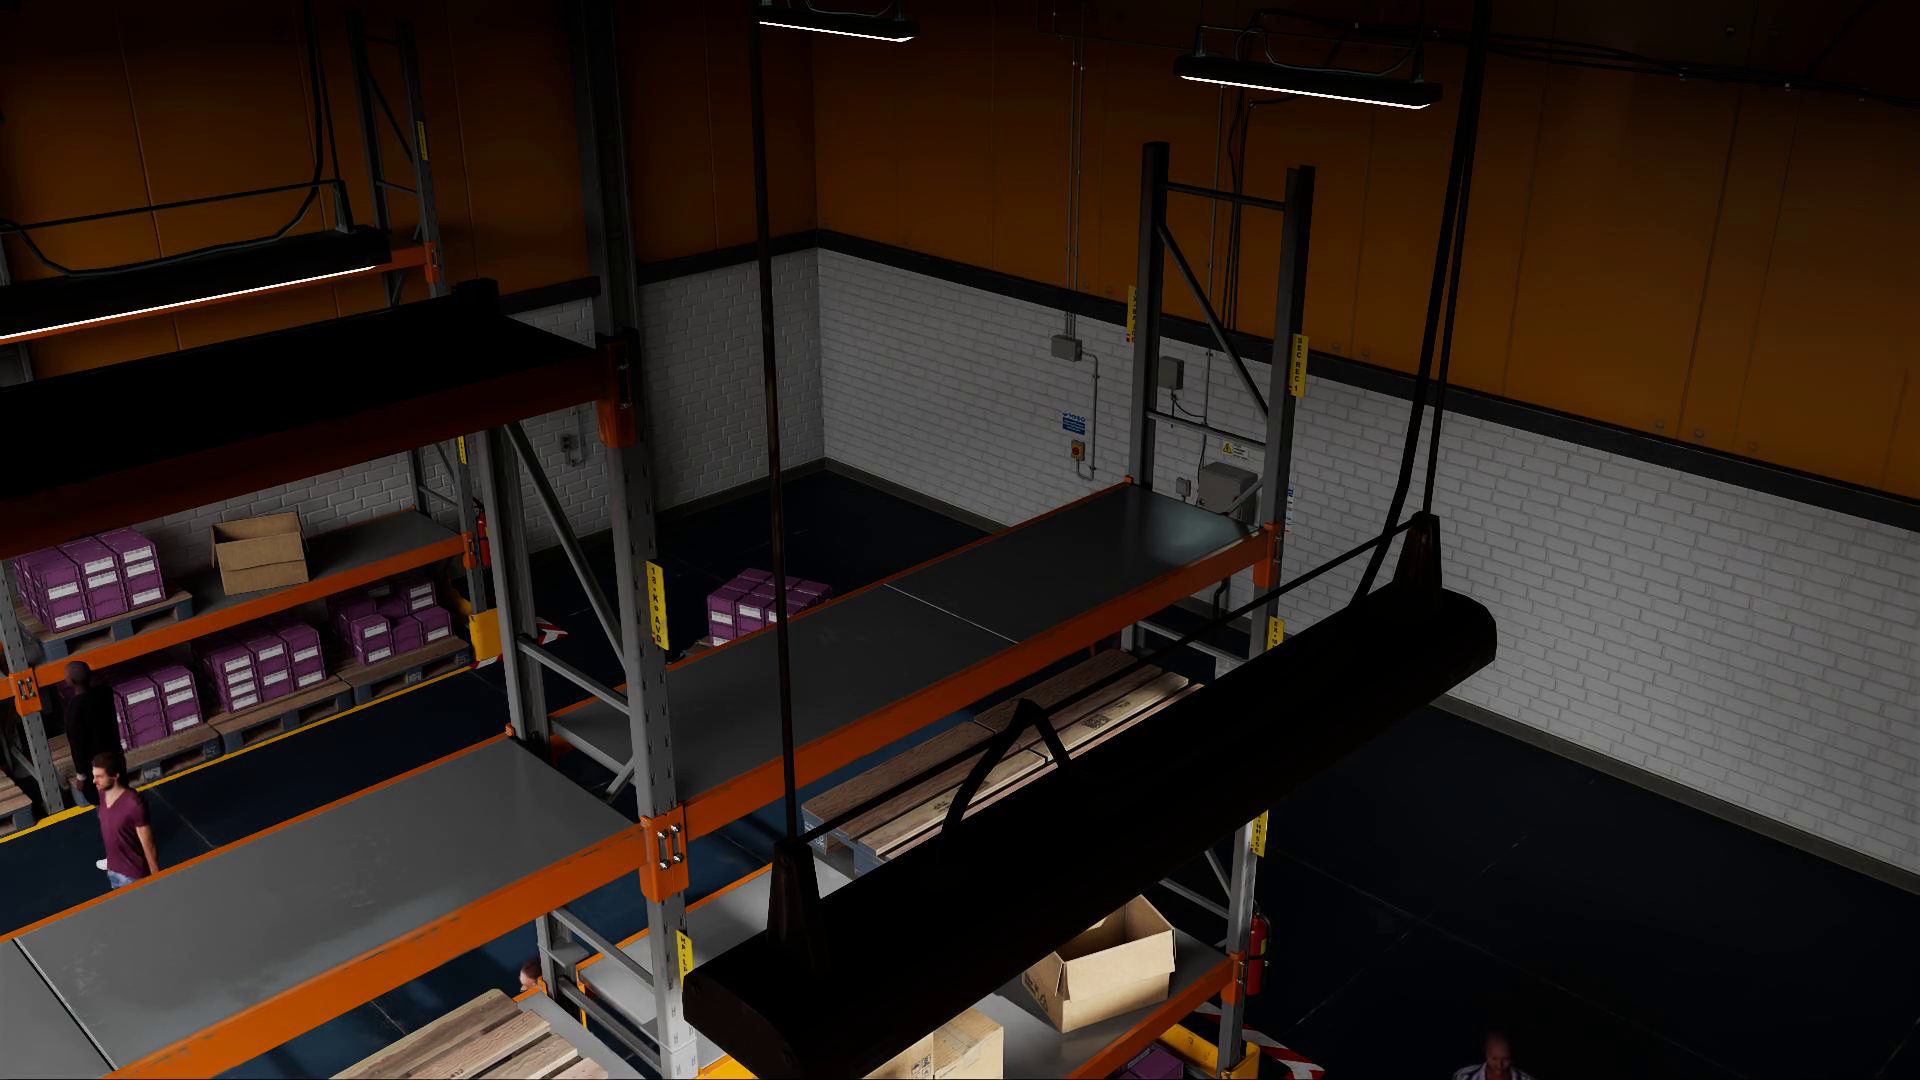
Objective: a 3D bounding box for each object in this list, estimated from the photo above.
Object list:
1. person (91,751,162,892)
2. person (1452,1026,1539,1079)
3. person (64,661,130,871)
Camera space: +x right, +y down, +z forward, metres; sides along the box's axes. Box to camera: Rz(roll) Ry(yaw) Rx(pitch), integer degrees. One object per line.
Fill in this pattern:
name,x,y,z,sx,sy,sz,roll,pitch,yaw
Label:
person,-5.678,2.230,11.561,0.723,1.829,1.016,18,29,35
person,2.860,3.343,9.077,0.883,1.779,0.966,5,24,10
person,-6.612,1.719,12.815,0.795,1.761,0.694,4,24,9
